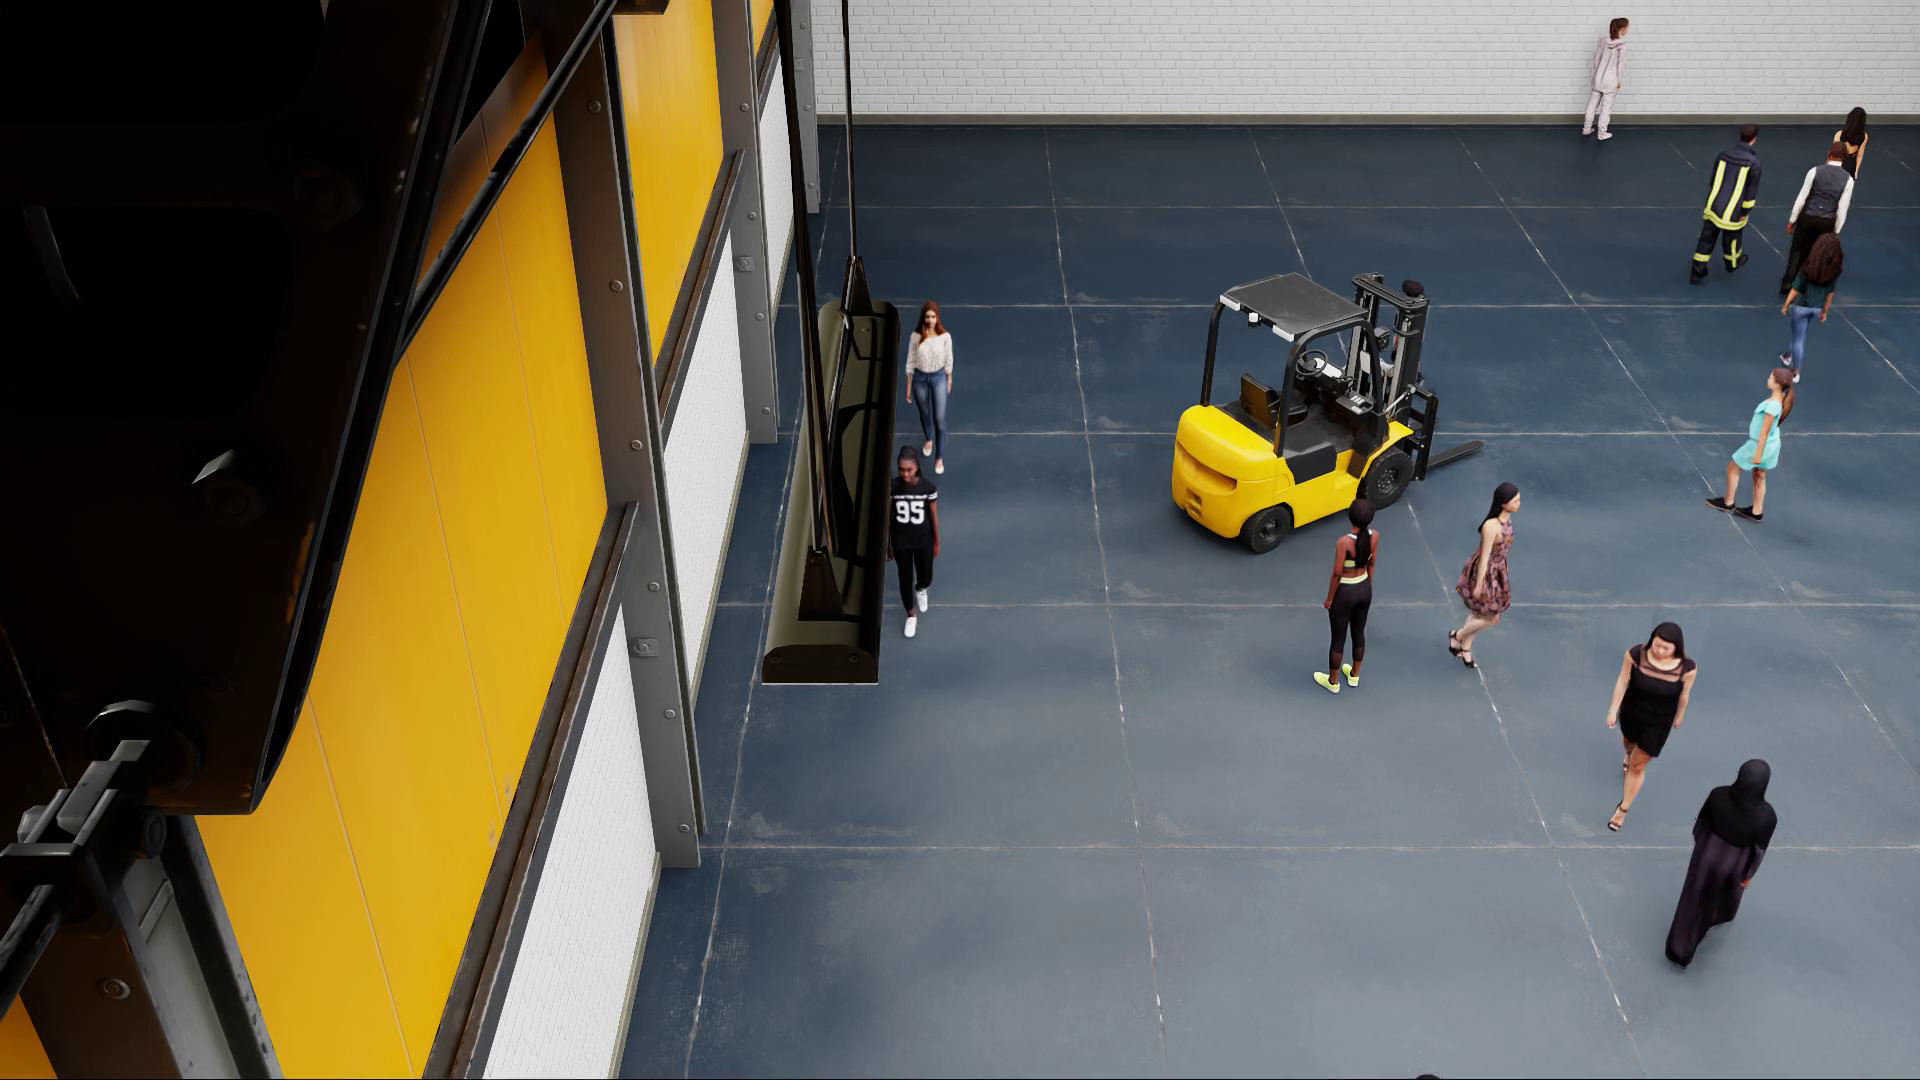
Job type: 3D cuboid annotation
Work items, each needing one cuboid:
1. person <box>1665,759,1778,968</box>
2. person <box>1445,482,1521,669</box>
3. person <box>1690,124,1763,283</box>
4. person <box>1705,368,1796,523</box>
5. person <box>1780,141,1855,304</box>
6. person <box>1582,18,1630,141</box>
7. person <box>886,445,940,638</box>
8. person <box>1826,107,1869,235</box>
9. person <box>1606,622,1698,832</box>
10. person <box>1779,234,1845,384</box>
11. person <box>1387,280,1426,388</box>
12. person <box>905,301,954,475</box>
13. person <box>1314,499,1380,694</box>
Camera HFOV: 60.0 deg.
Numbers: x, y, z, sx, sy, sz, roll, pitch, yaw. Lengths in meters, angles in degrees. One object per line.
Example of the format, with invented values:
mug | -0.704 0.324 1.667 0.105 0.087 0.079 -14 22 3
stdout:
person | 4.924 2.088 10.807 1.027 1.604 1.164 23 40 30
person | 4.144 0.289 13.371 0.846 1.761 0.784 20 39 27
person | 9.009 -3.933 19.613 1.222 1.883 1.204 -23 40 -31
person | 7.438 -0.843 15.271 0.779 1.543 0.839 -29 43 -36
person | 9.803 -3.597 19.094 0.887 1.899 0.924 20 38 27
person | 9.265 -6.623 23.836 0.785 1.688 0.691 -22 39 -29
person | -0.395 -0.022 13.880 0.622 1.717 0.728 1 34 1
person | 11.039 -4.609 20.842 0.612 1.648 0.553 8 34 11
person | 4.964 1.237 12.030 1.027 1.667 1.205 20 38 27
person | 9.004 -2.421 17.597 0.644 1.596 0.833 -5 34 -7
person | 4.724 -2.136 17.481 0.814 1.250 0.757 28 43 35
person | -0.298 -1.578 16.233 0.647 1.703 0.942 4 34 6
person | 3.094 0.445 13.143 0.627 1.754 0.615 -12 35 -17
